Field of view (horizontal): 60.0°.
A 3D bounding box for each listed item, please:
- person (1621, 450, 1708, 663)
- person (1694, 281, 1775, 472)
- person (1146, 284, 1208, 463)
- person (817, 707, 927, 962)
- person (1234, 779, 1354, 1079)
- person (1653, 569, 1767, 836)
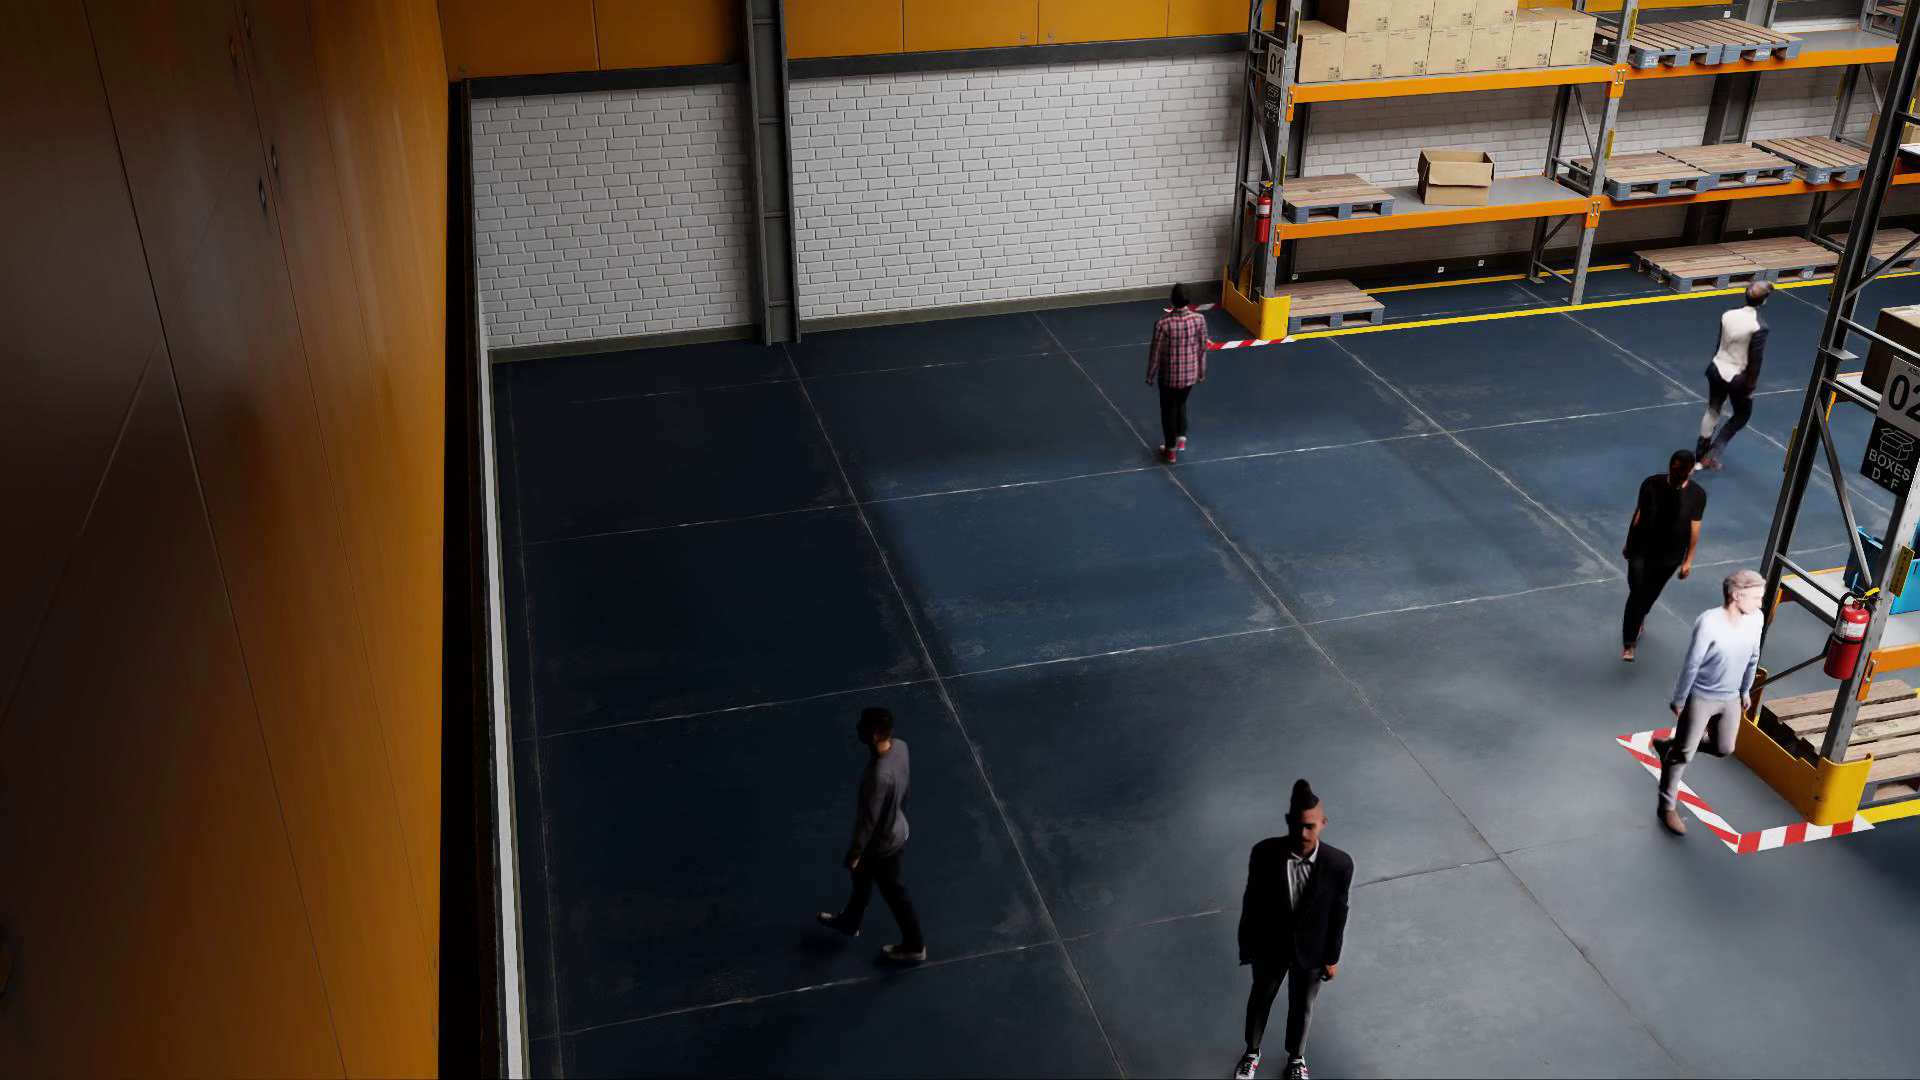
[{"bbox_3d":[5.343,0.060,12.718,1.174,1.710,1.125,10,30,18],"label":"person"},{"bbox_3d":[7.055,-1.477,15.365,0.762,1.874,0.807,-15,32,-25],"label":"person"},{"bbox_3d":[2.064,-1.539,15.604,0.554,1.754,0.772,-8,30,-15],"label":"person"},{"bbox_3d":[-0.361,1.741,9.608,1.042,1.737,0.868,4,29,8],"label":"person"},{"bbox_3d":[1.742,2.086,8.753,0.713,1.950,0.853,6,29,11],"label":"person"},{"bbox_3d":[4.856,0.979,10.859,0.832,1.876,0.737,-6,29,-11],"label":"person"}]
